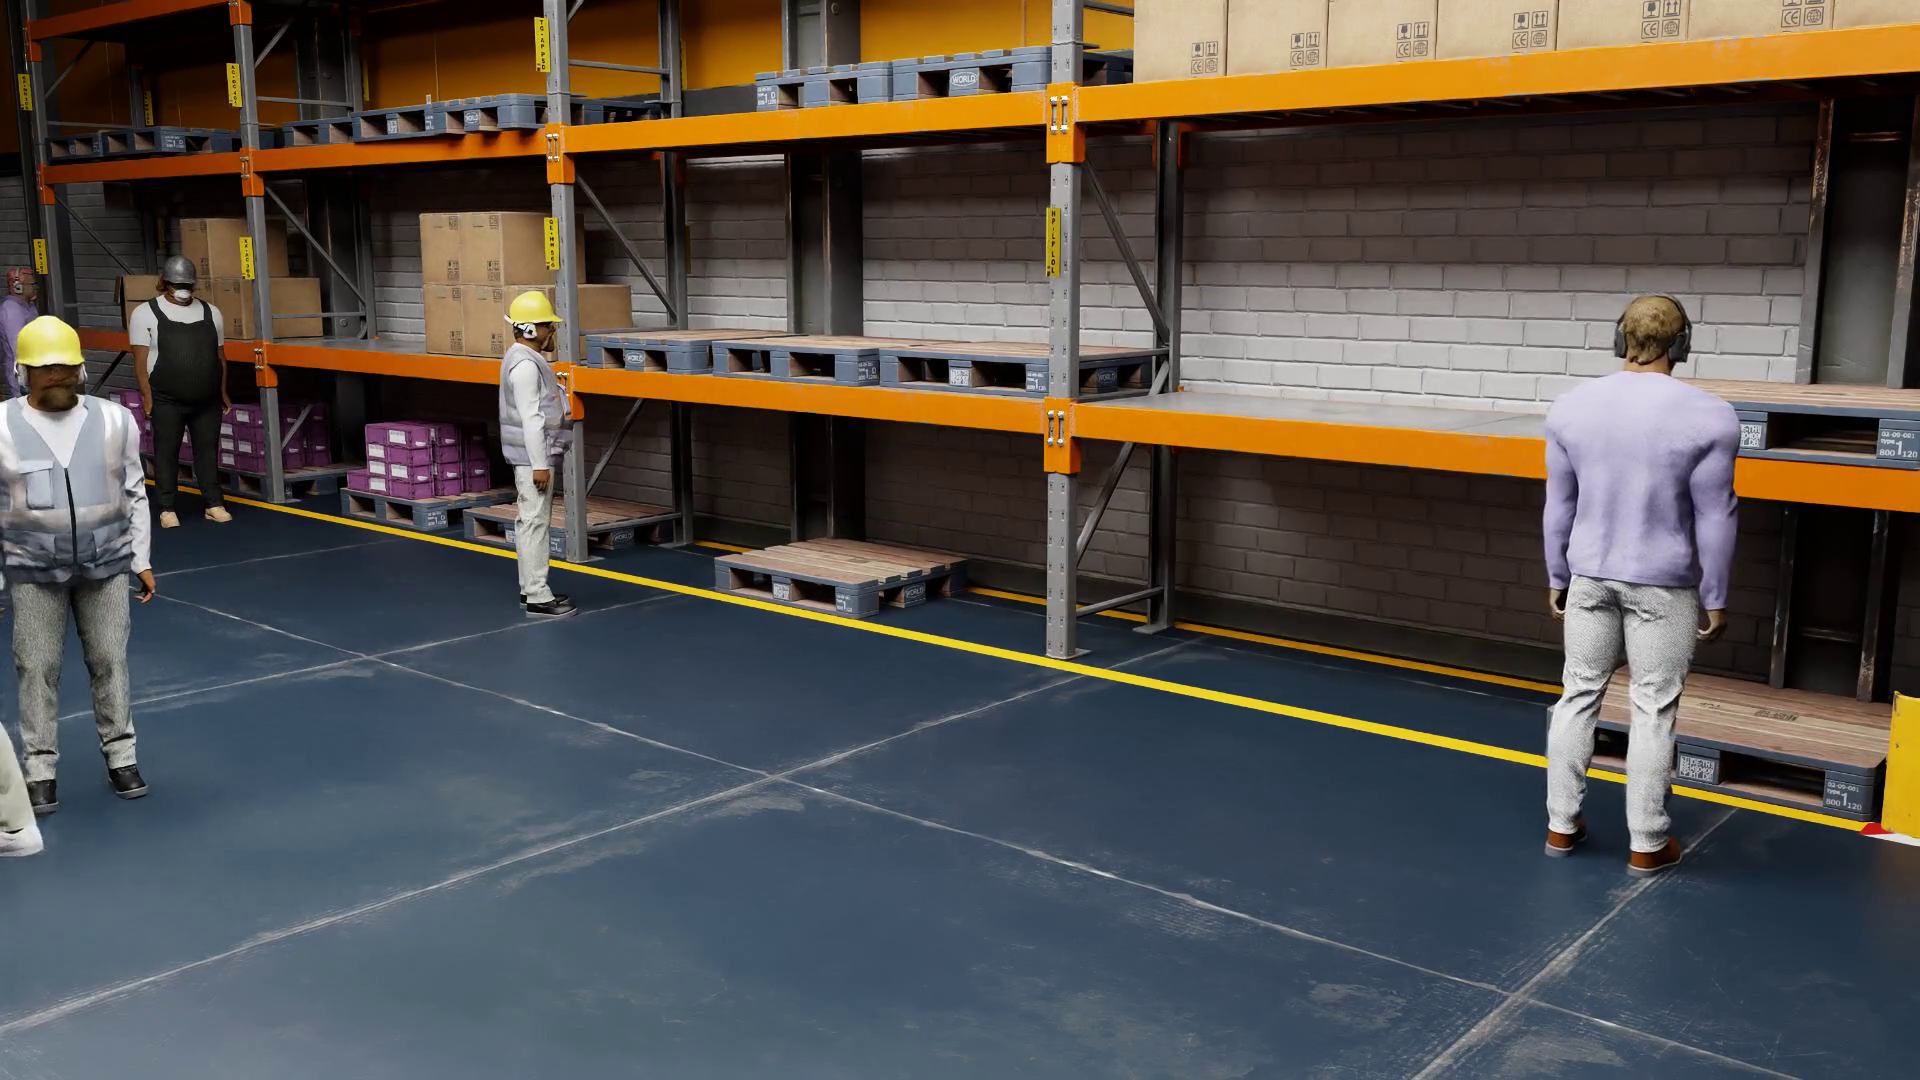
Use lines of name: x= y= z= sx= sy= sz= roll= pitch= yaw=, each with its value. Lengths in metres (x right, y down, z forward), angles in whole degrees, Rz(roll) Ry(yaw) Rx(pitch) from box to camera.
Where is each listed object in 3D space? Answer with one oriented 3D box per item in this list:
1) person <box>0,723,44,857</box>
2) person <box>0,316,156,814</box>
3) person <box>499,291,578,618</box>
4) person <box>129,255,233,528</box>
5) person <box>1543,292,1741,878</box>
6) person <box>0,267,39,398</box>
person: x=-3.558 y=0.222 z=5.425 sx=0.933 sy=1.819 sz=0.625 roll=-4 pitch=11 yaw=-24
person: x=-3.308 y=0.090 z=6.167 sx=0.603 sy=1.828 sz=0.404 roll=-7 pitch=12 yaw=-36
person: x=-2.386 y=-0.480 z=9.405 sx=0.404 sy=1.833 sz=0.587 roll=-3 pitch=11 yaw=-19
person: x=-5.783 y=-1.120 z=12.460 sx=0.536 sy=2.000 sz=0.677 roll=10 pitch=14 yaw=44
person: x=2.243 y=0.148 z=5.549 sx=0.629 sy=1.931 sz=0.357 roll=9 pitch=13 yaw=41
person: x=-8.112 y=-1.413 z=14.508 sx=0.403 sy=1.906 sz=0.651 roll=-5 pitch=11 yaw=-27
